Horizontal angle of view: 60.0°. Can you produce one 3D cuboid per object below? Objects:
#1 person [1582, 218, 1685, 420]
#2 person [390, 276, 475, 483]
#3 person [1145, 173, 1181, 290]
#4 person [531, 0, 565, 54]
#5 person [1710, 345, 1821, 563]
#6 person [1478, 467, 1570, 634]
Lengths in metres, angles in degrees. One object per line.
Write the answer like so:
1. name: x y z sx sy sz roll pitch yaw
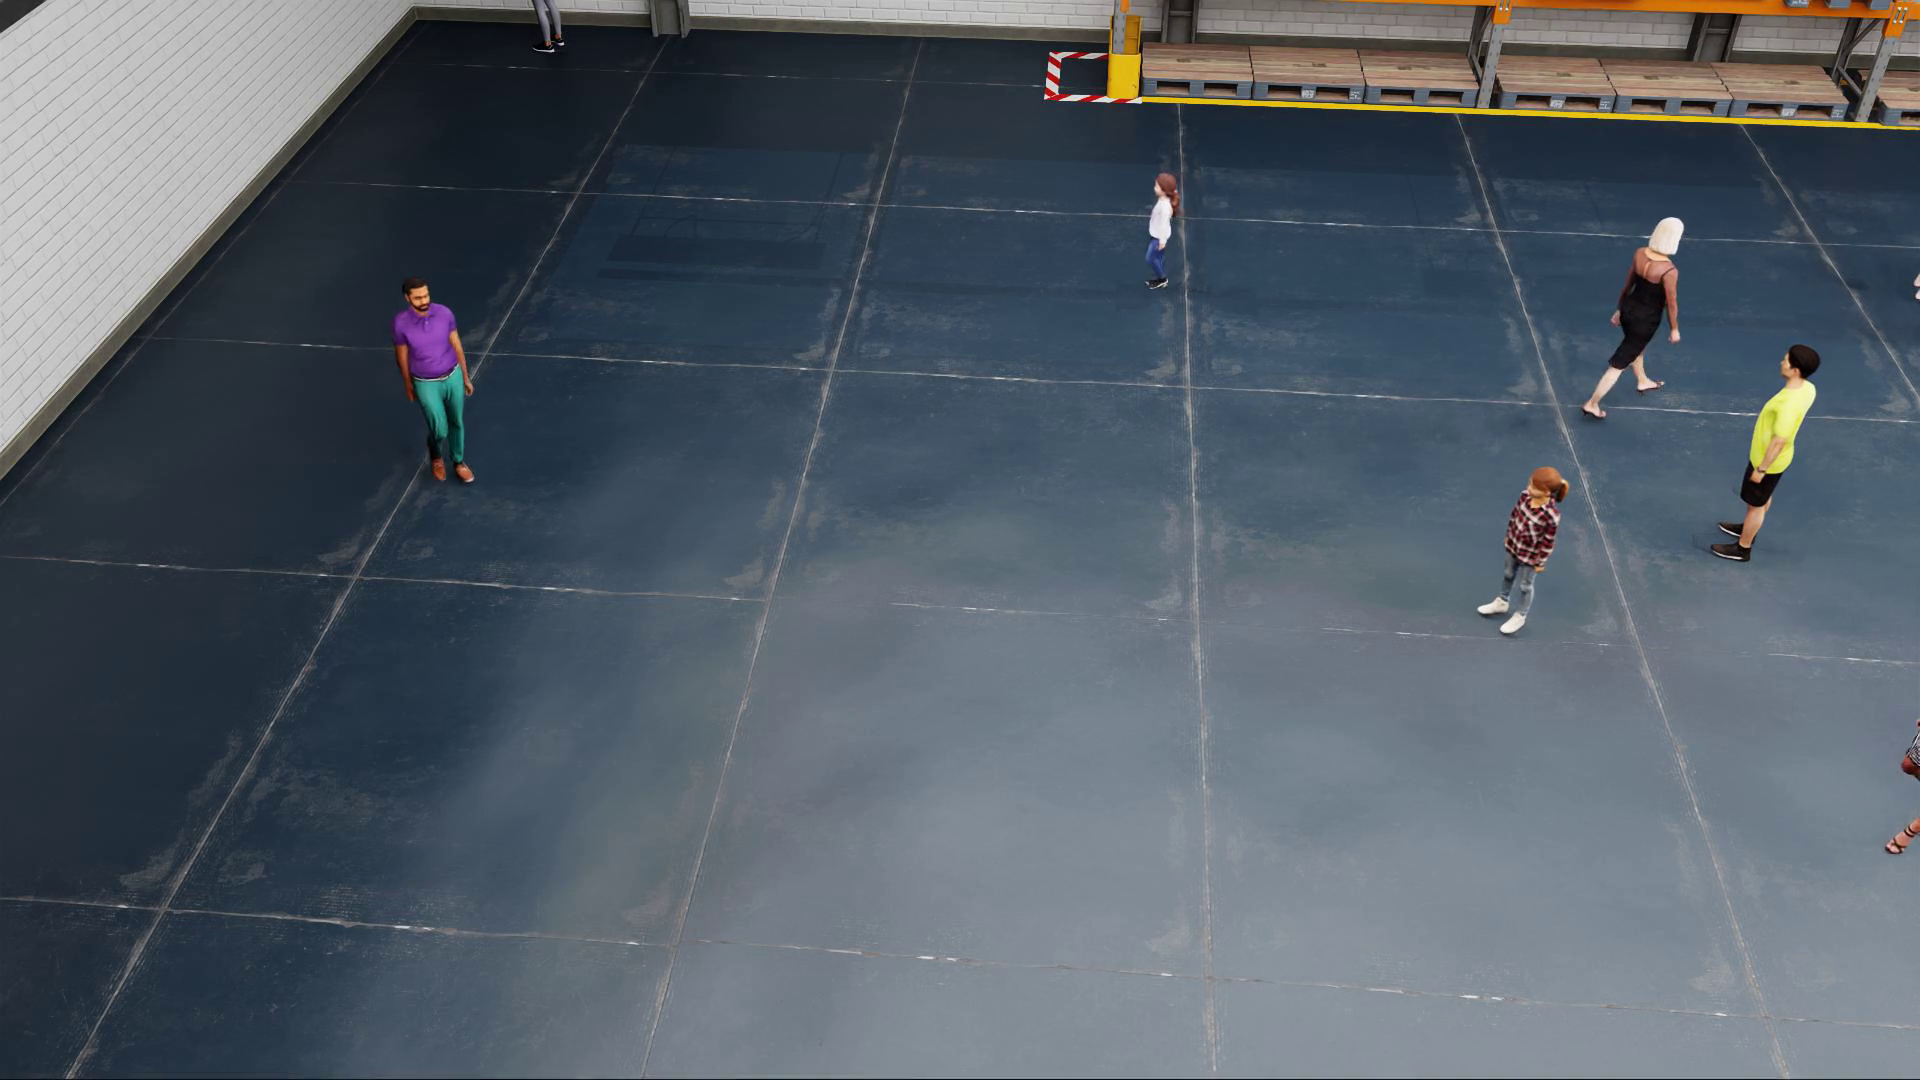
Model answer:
1. person: 5.220 -1.667 12.977 1.135 1.697 0.864 -10 40 -12
2. person: -3.922 -1.221 12.370 0.782 1.759 0.844 -25 45 -28
3. person: 1.835 -2.736 14.792 0.480 1.103 0.450 2 39 2
4. person: -4.790 -6.448 18.941 0.623 1.726 0.619 17 42 20
5. person: 5.697 -0.614 11.650 0.706 1.708 0.705 24 44 27
6. person: 3.814 0.039 11.154 0.632 1.306 0.606 -16 41 -19
